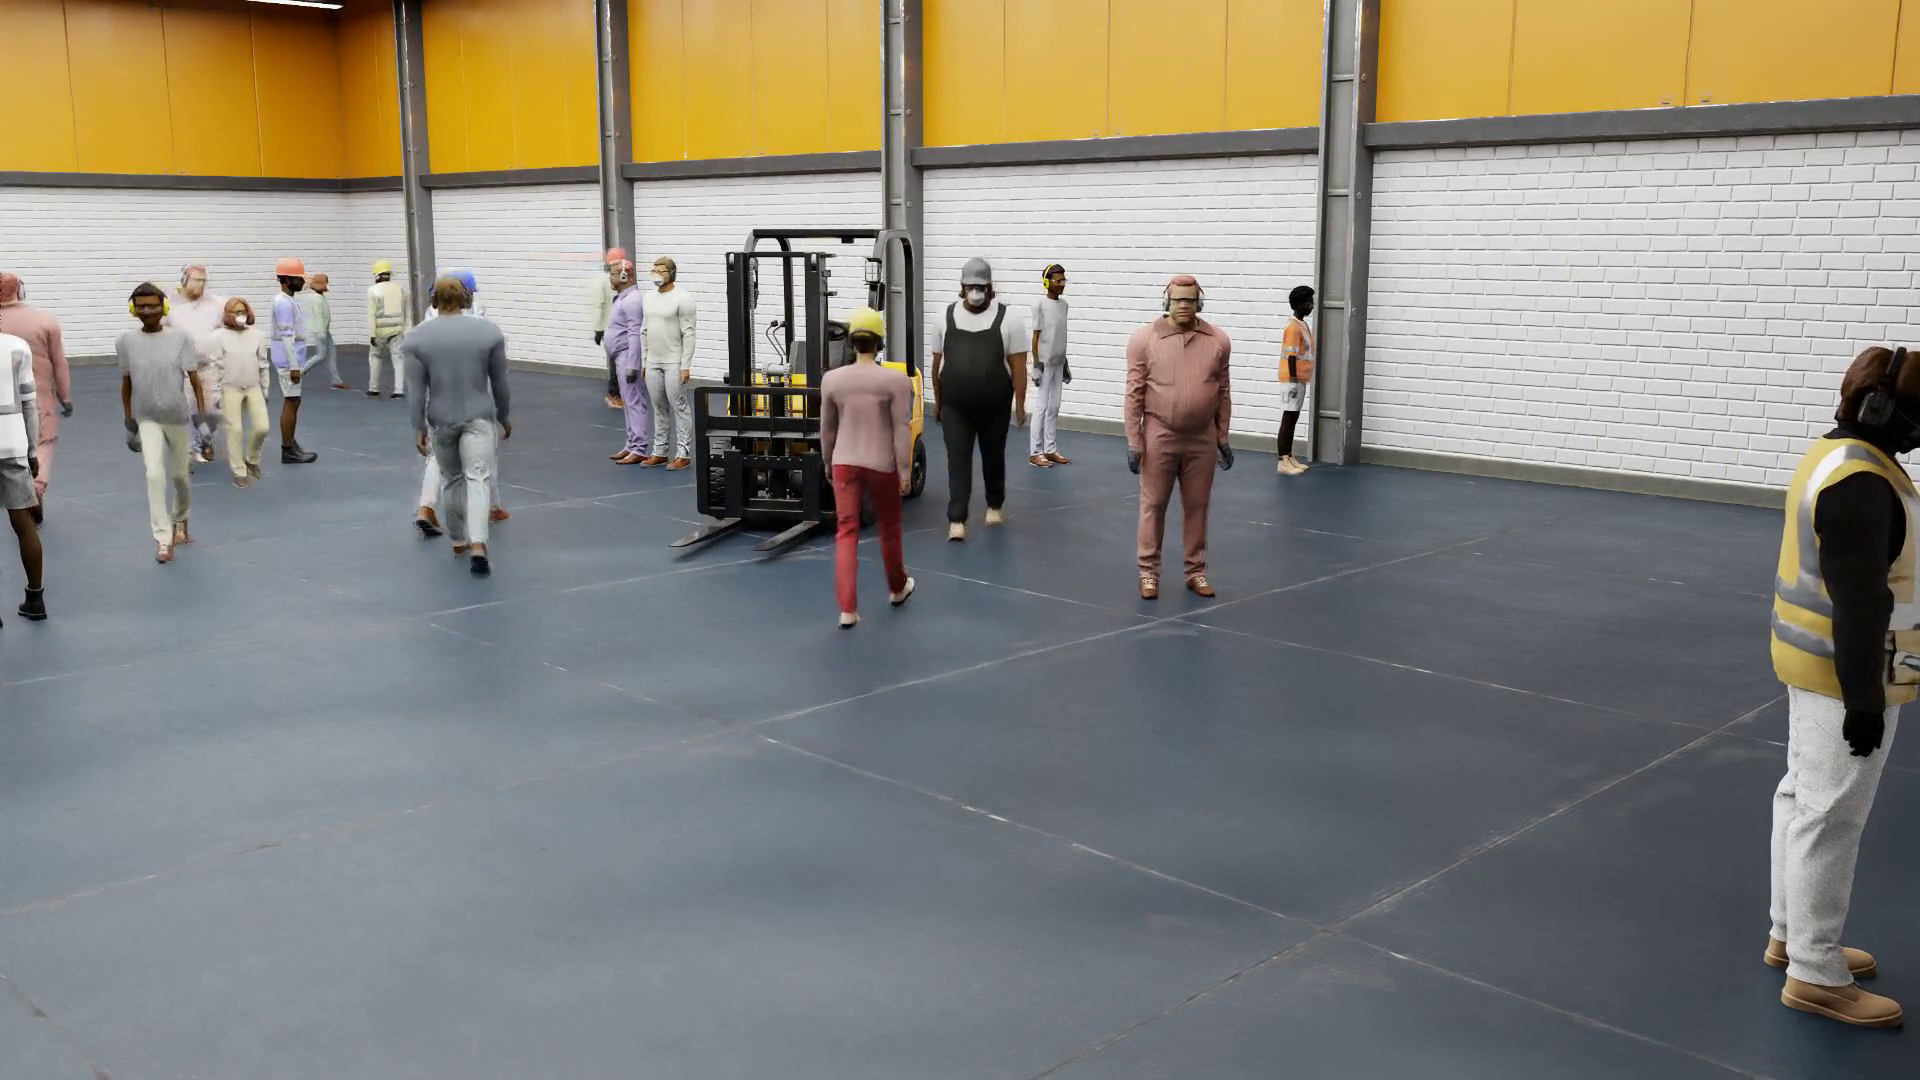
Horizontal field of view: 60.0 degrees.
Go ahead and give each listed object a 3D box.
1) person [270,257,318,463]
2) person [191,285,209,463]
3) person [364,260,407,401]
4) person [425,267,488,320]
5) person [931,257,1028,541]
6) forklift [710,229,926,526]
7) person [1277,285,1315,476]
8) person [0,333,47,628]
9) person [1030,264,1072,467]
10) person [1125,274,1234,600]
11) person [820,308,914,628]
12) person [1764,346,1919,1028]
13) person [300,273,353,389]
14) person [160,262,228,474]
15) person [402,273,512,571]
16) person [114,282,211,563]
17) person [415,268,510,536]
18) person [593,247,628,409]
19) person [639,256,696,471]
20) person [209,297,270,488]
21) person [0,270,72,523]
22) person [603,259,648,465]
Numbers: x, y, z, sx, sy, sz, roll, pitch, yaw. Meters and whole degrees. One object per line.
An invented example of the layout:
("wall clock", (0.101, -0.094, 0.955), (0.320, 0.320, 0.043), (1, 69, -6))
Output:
("person", (-6.264, -1.683, 15.644), (0.394, 1.928, 0.545), (-4, 11, -19))
("person", (-7.237, -1.615, 15.777), (0.524, 1.749, 0.558), (-8, 13, -38))
("person", (-7.496, -2.715, 21.595), (0.801, 1.798, 0.612), (8, 13, 38))
("person", (-4.676, -1.617, 15.523), (0.587, 1.835, 0.404), (-5, 12, -27))
("person", (0.130, -1.056, 11.902), (0.698, 2.000, 1.032), (1, 10, 6))
("forklift", (-1.050, -1.319, 12.920), (1.214, 2.155, 2.313), (2, 11, 13))
("person", (3.005, -1.426, 14.878), (0.318, 1.691, 0.534), (3, 11, 18))
("person", (-5.309, -0.485, 9.064), (0.364, 1.939, 0.542), (8, 13, 37))
("person", (0.850, -1.617, 15.431), (0.310, 1.868, 0.532), (9, 14, 39))
("person", (1.301, -0.598, 9.780), (0.677, 1.904, 0.403), (-2, 11, -9))
("person", (-0.502, -0.417, 9.280), (0.547, 1.726, 0.882), (2, 11, 11))
("person", (2.468, 0.388, 4.592), (0.429, 1.837, 0.621), (4, 11, 20))
("person", (-8.855, -2.875, 22.993), (0.708, 1.612, 0.516), (-2, 11, -12))
("person", (-6.943, -1.560, 15.060), (0.697, 1.891, 0.573), (-8, 13, -37))
("person", (-3.215, -0.755, 10.684), (0.644, 1.904, 0.999), (-3, 11, -14))
("person", (-5.328, -0.813, 11.158), (0.532, 1.834, 0.924), (-4, 11, -23))
("person", (-3.628, -0.990, 11.934), (0.620, 1.911, 0.964), (3, 11, 14))
("person", (-4.182, -2.584, 20.391), (0.508, 1.975, 0.642), (5, 12, 27))
("person", (-2.673, -1.603, 15.162), (0.632, 1.940, 0.372), (7, 12, 33))
("person", (-6.077, -1.244, 14.090), (0.507, 1.622, 0.344), (-9, 14, -42))
("person", (-6.987, -1.058, 12.356), (0.641, 1.880, 0.773), (-3, 11, -15))
("person", (-3.128, -1.663, 15.577), (0.401, 1.910, 0.642), (-3, 11, -17))
